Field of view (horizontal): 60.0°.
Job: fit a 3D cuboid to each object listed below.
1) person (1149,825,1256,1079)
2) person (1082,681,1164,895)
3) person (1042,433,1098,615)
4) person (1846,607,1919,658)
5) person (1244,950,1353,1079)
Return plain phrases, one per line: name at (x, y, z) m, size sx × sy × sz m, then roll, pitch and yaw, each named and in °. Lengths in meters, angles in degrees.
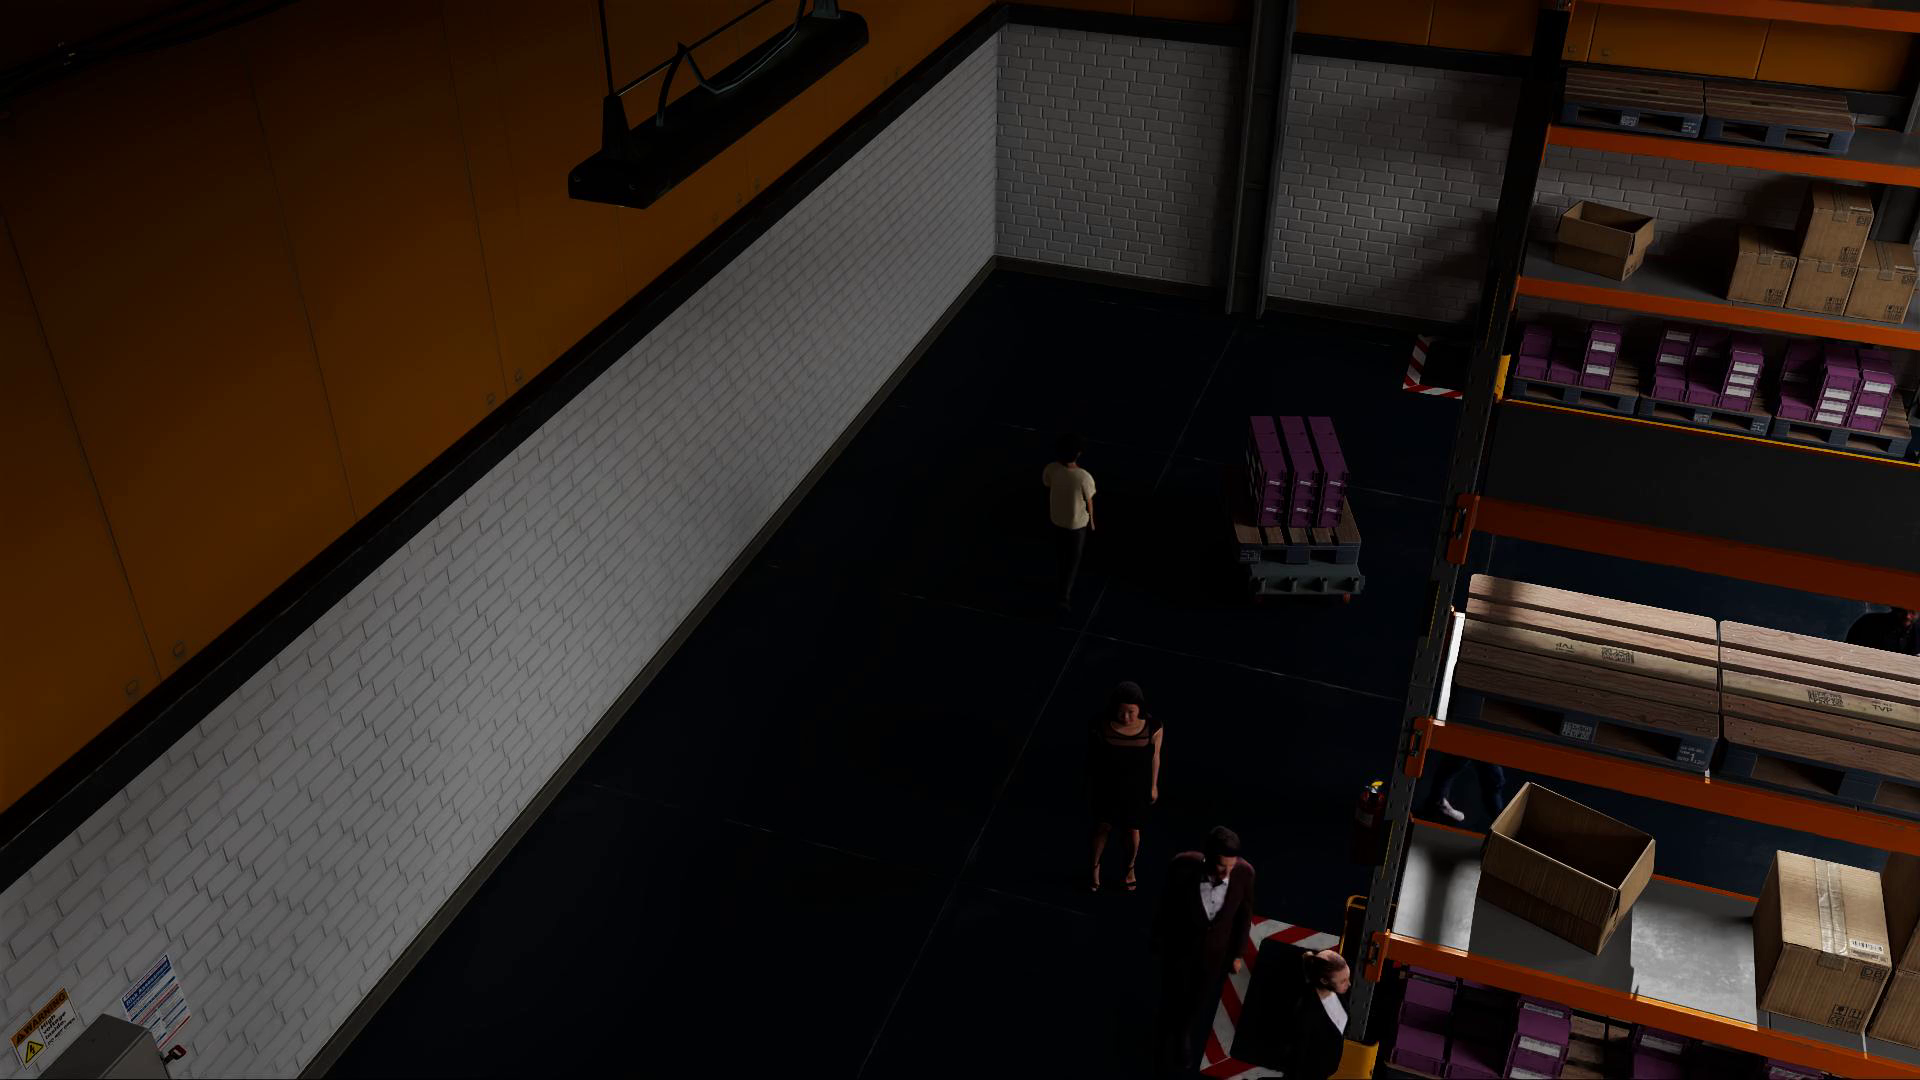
person at (1.356, 2.245, 9.534) m, size 0.705 × 1.846 × 0.857 m, roll 1°, pitch 34°, yaw 2°
person at (1.024, 1.586, 10.642) m, size 0.645 × 1.718 × 0.780 m, roll 1°, pitch 34°, yaw 1°
person at (0.860, -0.126, 13.344) m, size 0.776 × 1.577 × 0.745 m, roll 18°, pitch 38°, yaw 25°
person at (6.194, 1.079, 11.314) m, size 0.557 × 1.818 × 0.778 m, roll 8°, pitch 34°, yaw 11°
person at (1.793, 2.765, 8.893) m, size 1.016 × 1.689 × 0.802 m, roll 25°, pitch 41°, yaw 32°
